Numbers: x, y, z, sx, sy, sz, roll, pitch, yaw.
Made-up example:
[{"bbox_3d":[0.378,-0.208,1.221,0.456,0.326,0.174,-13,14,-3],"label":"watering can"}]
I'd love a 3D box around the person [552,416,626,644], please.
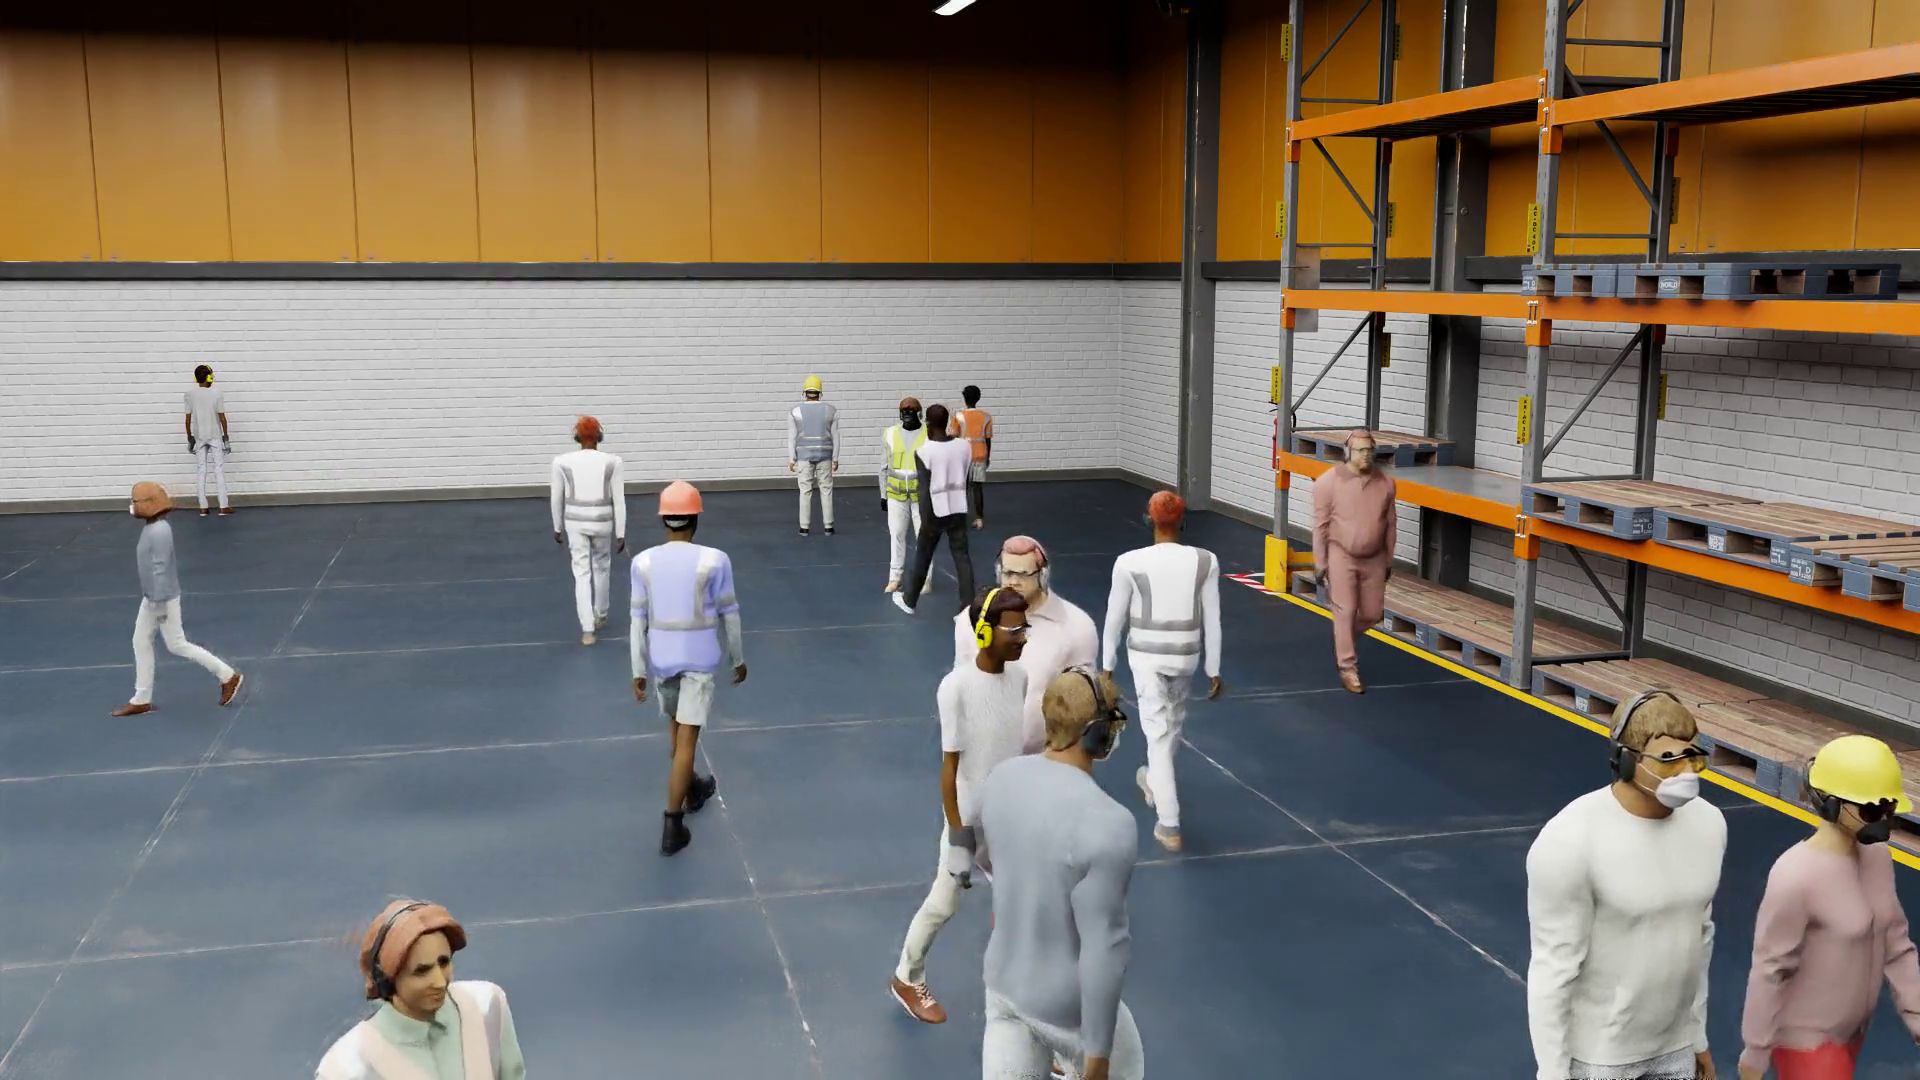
[{"bbox_3d":[-3.038,-0.102,13.637,0.583,1.829,1.021,-2,9,-13],"label":"person"}]

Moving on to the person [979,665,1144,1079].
[{"bbox_3d":[0.351,1.279,4.776,0.970,1.890,0.651,-7,12,-38],"label":"person"}]

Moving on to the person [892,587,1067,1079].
[{"bbox_3d":[0.070,1.067,6.379,0.524,1.823,0.991,-8,12,-43],"label":"person"}]

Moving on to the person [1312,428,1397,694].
[{"bbox_3d":[2.832,0.126,12.017,0.650,1.888,0.664,-2,9,-11],"label":"person"}]

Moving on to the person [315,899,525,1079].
[{"bbox_3d":[-1.254,1.575,3.841,0.817,1.608,0.514,6,11,31],"label":"person"}]

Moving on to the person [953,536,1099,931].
[{"bbox_3d":[0.274,0.906,7.129,0.655,1.888,0.530,2,9,15],"label":"person"}]

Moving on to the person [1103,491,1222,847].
[{"bbox_3d":[1.068,0.646,8.941,0.603,1.829,0.972,-1,9,-9],"label":"person"}]

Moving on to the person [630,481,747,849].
[{"bbox_3d":[-1.461,0.634,8.871,0.553,1.889,0.985,2,9,13],"label":"person"}]

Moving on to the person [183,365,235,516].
[{"bbox_3d":[-9.279,-1.227,20.535,0.519,1.865,0.326,-1,9,-6],"label":"person"}]

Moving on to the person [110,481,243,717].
[{"bbox_3d":[-5.352,0.387,11.281,0.776,1.606,0.504,-6,11,-33],"label":"person"}]

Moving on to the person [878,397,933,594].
[{"bbox_3d":[-0.458,-0.412,15.512,0.629,1.843,0.429,2,9,9],"label":"person"}]

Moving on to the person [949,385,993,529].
[{"bbox_3d":[0.126,-0.952,19.346,0.554,1.690,0.332,-4,10,-23],"label":"person"}]

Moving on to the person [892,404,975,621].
[{"bbox_3d":[-0.180,-0.233,14.328,0.615,1.867,1.002,-6,11,-34],"label":"person"}]

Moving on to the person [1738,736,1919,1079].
[{"bbox_3d":[2.465,1.392,4.591,0.531,1.734,0.779,-7,11,-36],"label":"person"}]

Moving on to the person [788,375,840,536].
[{"bbox_3d":[-1.657,-0.952,18.914,0.586,1.833,0.403,-1,9,-8],"label":"person"}]

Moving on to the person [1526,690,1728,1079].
[{"bbox_3d":[1.733,1.329,4.344,0.629,1.939,0.371,-5,10,-26],"label":"person"}]
